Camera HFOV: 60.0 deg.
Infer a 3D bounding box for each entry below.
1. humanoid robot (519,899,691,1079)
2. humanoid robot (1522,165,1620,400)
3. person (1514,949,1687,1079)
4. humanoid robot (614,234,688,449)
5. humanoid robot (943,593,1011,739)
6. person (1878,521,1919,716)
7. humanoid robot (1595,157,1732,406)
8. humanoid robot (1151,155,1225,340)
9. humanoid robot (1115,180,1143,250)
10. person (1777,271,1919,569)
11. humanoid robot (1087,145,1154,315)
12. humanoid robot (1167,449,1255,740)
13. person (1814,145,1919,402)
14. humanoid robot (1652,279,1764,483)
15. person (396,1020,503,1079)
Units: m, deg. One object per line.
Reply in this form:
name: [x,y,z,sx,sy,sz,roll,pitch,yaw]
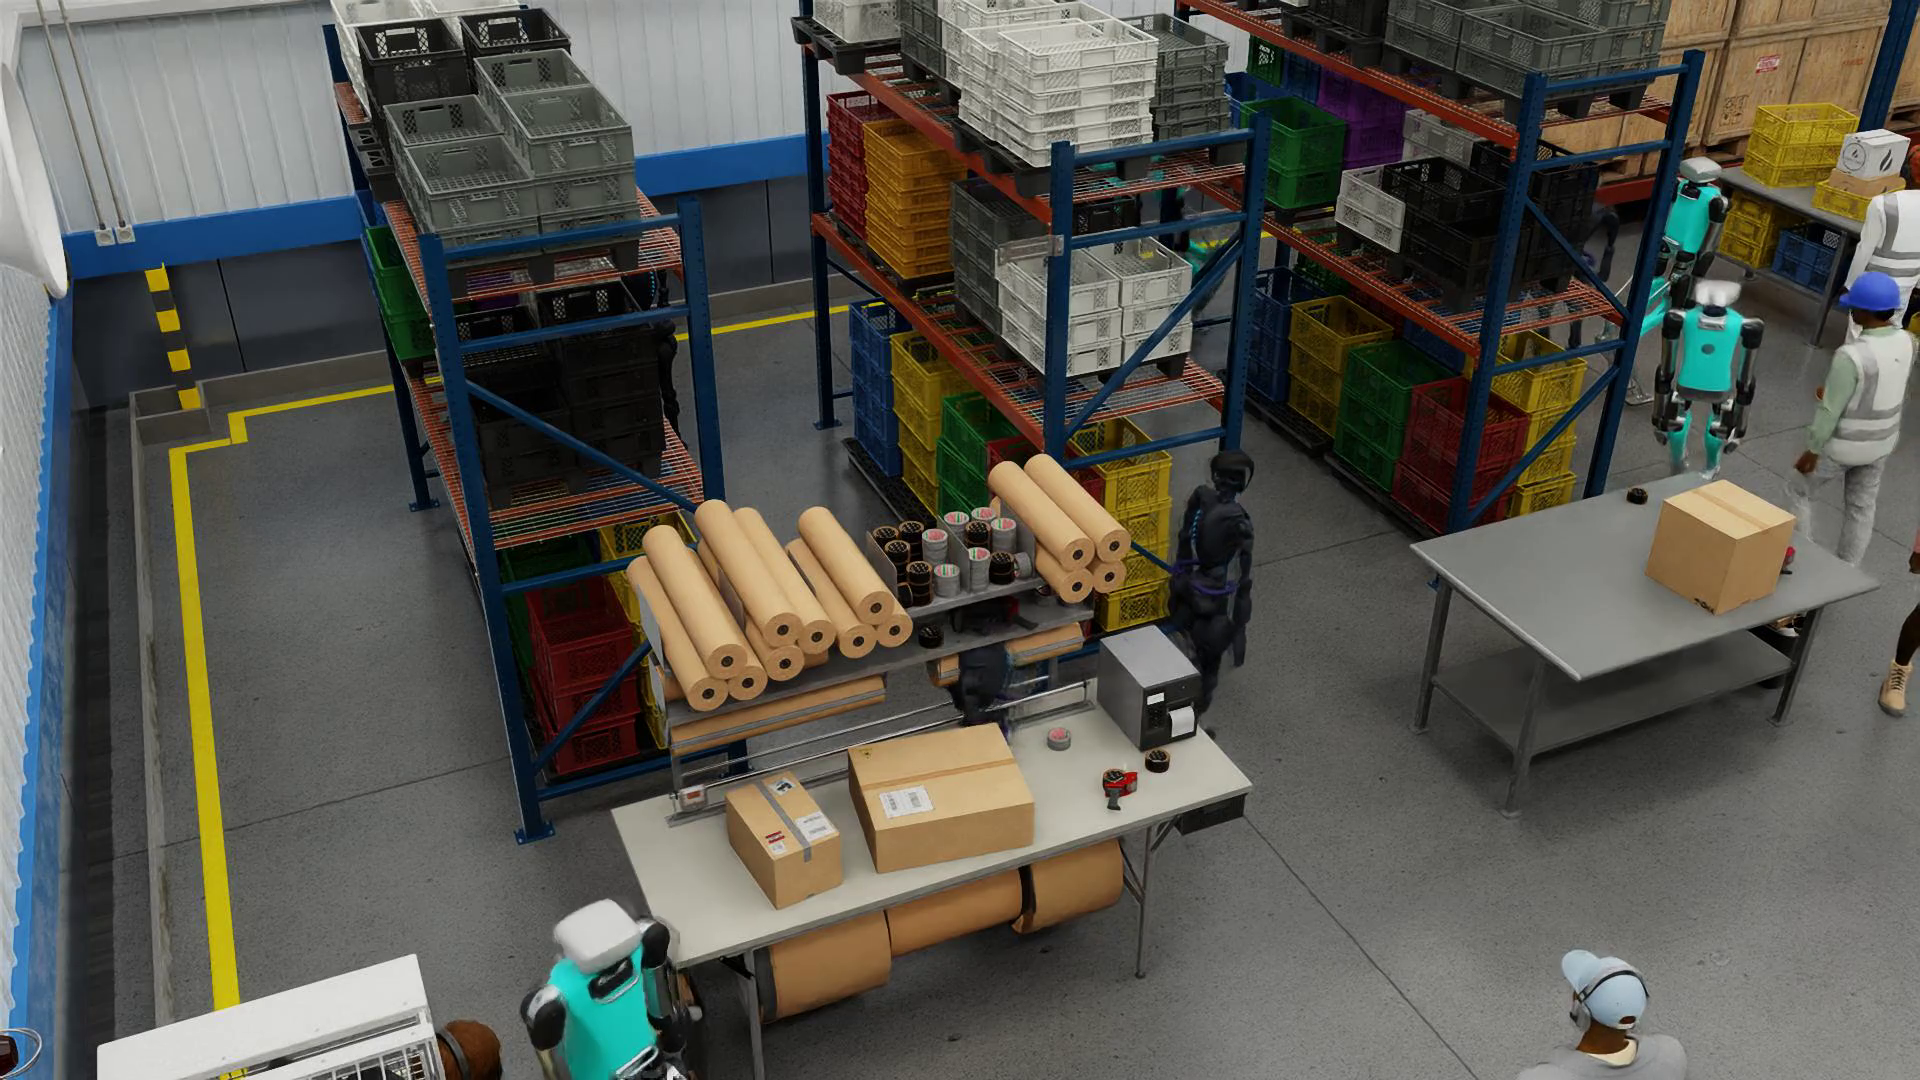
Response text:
humanoid robot: [-0.949,1.981,5.367,0.721,1.804,0.540,23,38,33]
humanoid robot: [4.184,-1.775,11.503,0.587,1.643,0.443,6,32,10]
person: [1.873,2.000,5.212,0.596,1.850,0.397,-10,33,-16]
humanoid robot: [-2.036,-1.279,10.689,0.315,1.659,0.599,19,36,28]
humanoid robot: [0.089,0.891,7.173,0.387,1.645,0.602,2,32,3]
person: [5.050,0.043,8.220,0.600,2.036,0.401,11,33,17]
humanoid robot: [4.670,-1.726,11.278,0.727,1.693,0.532,-10,33,-16]
humanoid robot: [1.752,-2.266,12.234,0.806,1.761,0.533,0,32,0]
humanoid robot: [1.091,-2.290,12.332,0.599,1.657,0.315,18,36,26]
person: [4.977,-0.573,9.335,0.632,1.920,0.517,-14,34,-22]
humanoid robot: [1.273,-2.197,12.238,0.786,1.880,0.560,-22,38,-31]
humanoid robot: [1.212,0.306,8.131,0.362,1.635,0.612,-15,35,-23]
person: [6.281,-1.755,11.282,0.579,1.882,0.353,-1,32,-2]
humanoid robot: [4.401,-0.767,9.893,0.585,1.849,0.875,17,35,25]
person: [-1.419,2.143,5.004,0.431,1.835,0.622,-27,41,-36]
